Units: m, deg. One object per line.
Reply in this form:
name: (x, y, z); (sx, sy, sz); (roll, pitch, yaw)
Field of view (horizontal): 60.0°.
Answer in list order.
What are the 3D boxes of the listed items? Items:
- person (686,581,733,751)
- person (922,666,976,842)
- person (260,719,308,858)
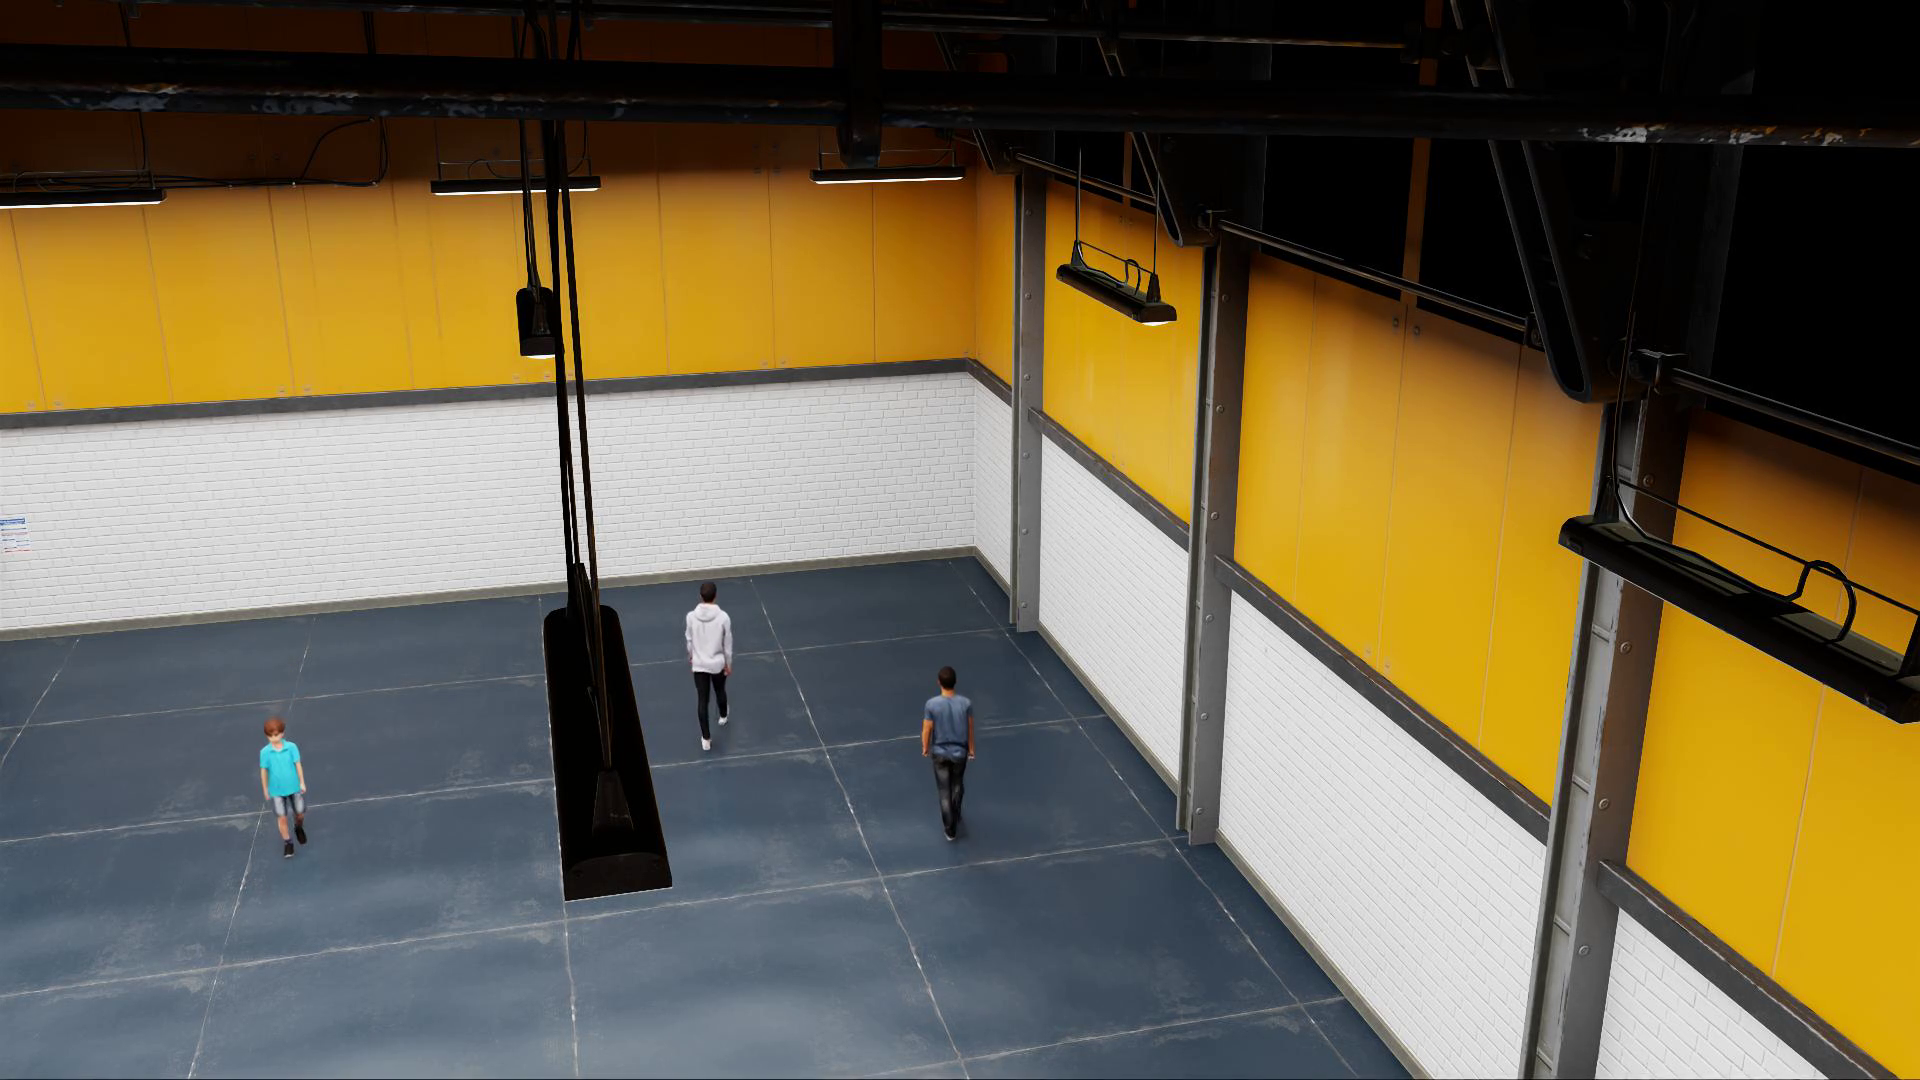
person: (-2.837, 1.448, 18.730); (0.864, 1.872, 1.240); (-1, 19, -3)
person: (-0.089, 2.170, 16.713); (0.742, 1.791, 0.899); (-2, 19, -7)
person: (-6.707, 2.420, 16.522); (0.563, 1.439, 0.621); (-7, 20, -20)
